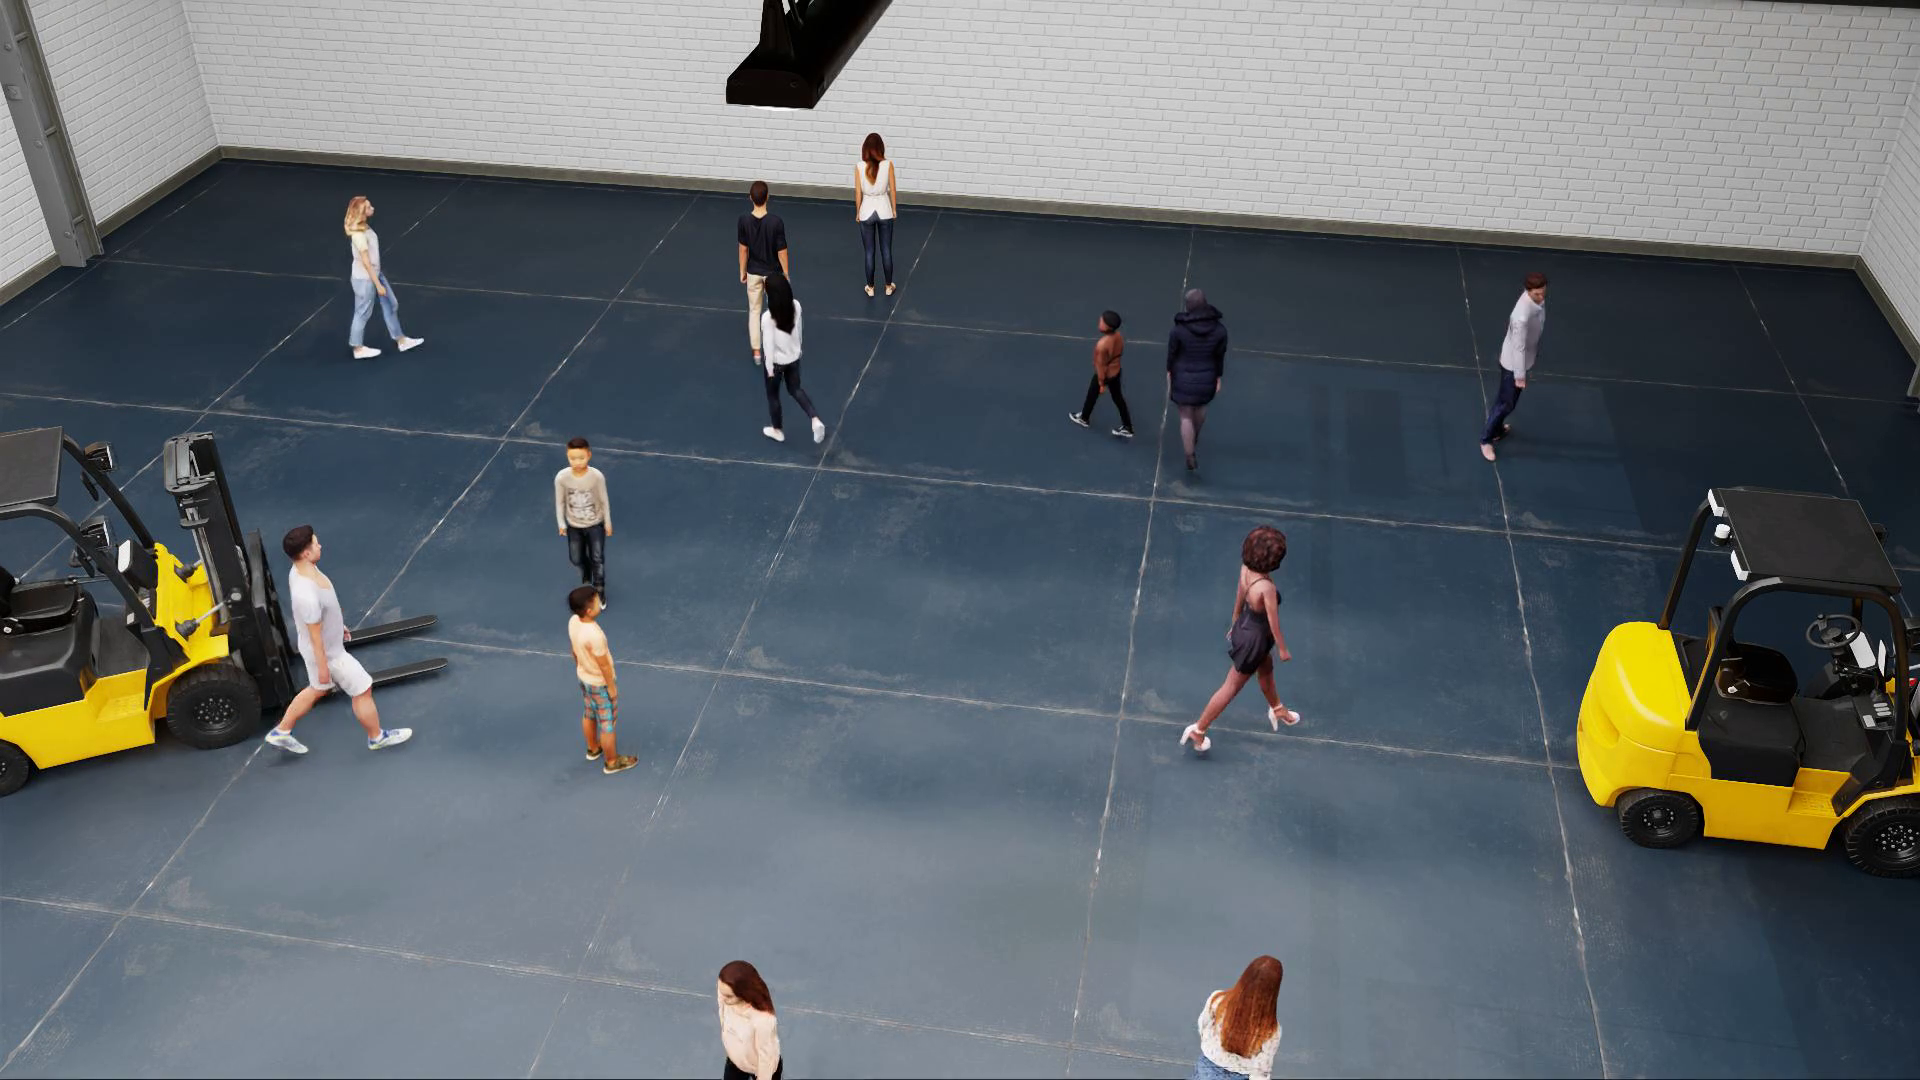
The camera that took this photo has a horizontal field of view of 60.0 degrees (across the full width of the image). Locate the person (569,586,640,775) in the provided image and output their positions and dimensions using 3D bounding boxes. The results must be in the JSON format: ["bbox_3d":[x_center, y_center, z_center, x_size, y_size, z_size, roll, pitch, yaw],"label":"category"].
[{"bbox_3d":[-2.464,0.929,11.232,0.635,1.461,0.601,-28,43,-35],"label":"person"}]

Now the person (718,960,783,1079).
[{"bbox_3d":[-1.029,2.652,8.636,0.732,1.465,0.778,21,39,29],"label":"person"}]

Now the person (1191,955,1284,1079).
[{"bbox_3d":[1.295,2.770,8.262,0.754,1.682,1.215,12,36,18],"label":"person"}]

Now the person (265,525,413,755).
[{"bbox_3d":[-4.383,0.741,11.195,1.166,1.815,1.190,-15,37,-22],"label":"person"}]

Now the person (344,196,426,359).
[{"bbox_3d":[-5.866,-2.517,16.215,0.944,1.683,0.989,-9,35,-14],"label":"person"}]

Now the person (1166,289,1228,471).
[{"bbox_3d":[2.049,-1.369,14.532,0.859,1.635,1.137,-4,34,-6],"label":"person"}]

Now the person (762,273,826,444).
[{"bbox_3d":[-1.513,-1.576,14.798,0.978,1.685,0.984,27,42,34],"label":"person"}]

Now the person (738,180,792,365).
[{"bbox_3d":[-1.897,-2.587,16.168,0.646,1.852,0.561,4,34,6],"label":"person"}]

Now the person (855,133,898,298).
[{"bbox_3d":[-0.877,-3.408,17.464,0.633,1.785,0.606,-3,34,-4],"label":"person"}]

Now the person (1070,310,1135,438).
[{"bbox_3d":[1.395,-1.484,15.075,0.877,1.225,0.909,26,42,34],"label":"person"}]

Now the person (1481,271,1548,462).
[{"bbox_3d":[4.933,-1.634,14.773,0.983,1.809,0.647,7,34,10],"label":"person"}]

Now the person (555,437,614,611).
[{"bbox_3d":[-2.898,-0.170,12.889,0.684,1.457,0.767,-6,34,-8],"label":"person"}]

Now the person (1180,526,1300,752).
[{"bbox_3d":[1.895,0.740,11.265,0.923,1.740,1.145,-8,34,-12],"label":"person"}]
